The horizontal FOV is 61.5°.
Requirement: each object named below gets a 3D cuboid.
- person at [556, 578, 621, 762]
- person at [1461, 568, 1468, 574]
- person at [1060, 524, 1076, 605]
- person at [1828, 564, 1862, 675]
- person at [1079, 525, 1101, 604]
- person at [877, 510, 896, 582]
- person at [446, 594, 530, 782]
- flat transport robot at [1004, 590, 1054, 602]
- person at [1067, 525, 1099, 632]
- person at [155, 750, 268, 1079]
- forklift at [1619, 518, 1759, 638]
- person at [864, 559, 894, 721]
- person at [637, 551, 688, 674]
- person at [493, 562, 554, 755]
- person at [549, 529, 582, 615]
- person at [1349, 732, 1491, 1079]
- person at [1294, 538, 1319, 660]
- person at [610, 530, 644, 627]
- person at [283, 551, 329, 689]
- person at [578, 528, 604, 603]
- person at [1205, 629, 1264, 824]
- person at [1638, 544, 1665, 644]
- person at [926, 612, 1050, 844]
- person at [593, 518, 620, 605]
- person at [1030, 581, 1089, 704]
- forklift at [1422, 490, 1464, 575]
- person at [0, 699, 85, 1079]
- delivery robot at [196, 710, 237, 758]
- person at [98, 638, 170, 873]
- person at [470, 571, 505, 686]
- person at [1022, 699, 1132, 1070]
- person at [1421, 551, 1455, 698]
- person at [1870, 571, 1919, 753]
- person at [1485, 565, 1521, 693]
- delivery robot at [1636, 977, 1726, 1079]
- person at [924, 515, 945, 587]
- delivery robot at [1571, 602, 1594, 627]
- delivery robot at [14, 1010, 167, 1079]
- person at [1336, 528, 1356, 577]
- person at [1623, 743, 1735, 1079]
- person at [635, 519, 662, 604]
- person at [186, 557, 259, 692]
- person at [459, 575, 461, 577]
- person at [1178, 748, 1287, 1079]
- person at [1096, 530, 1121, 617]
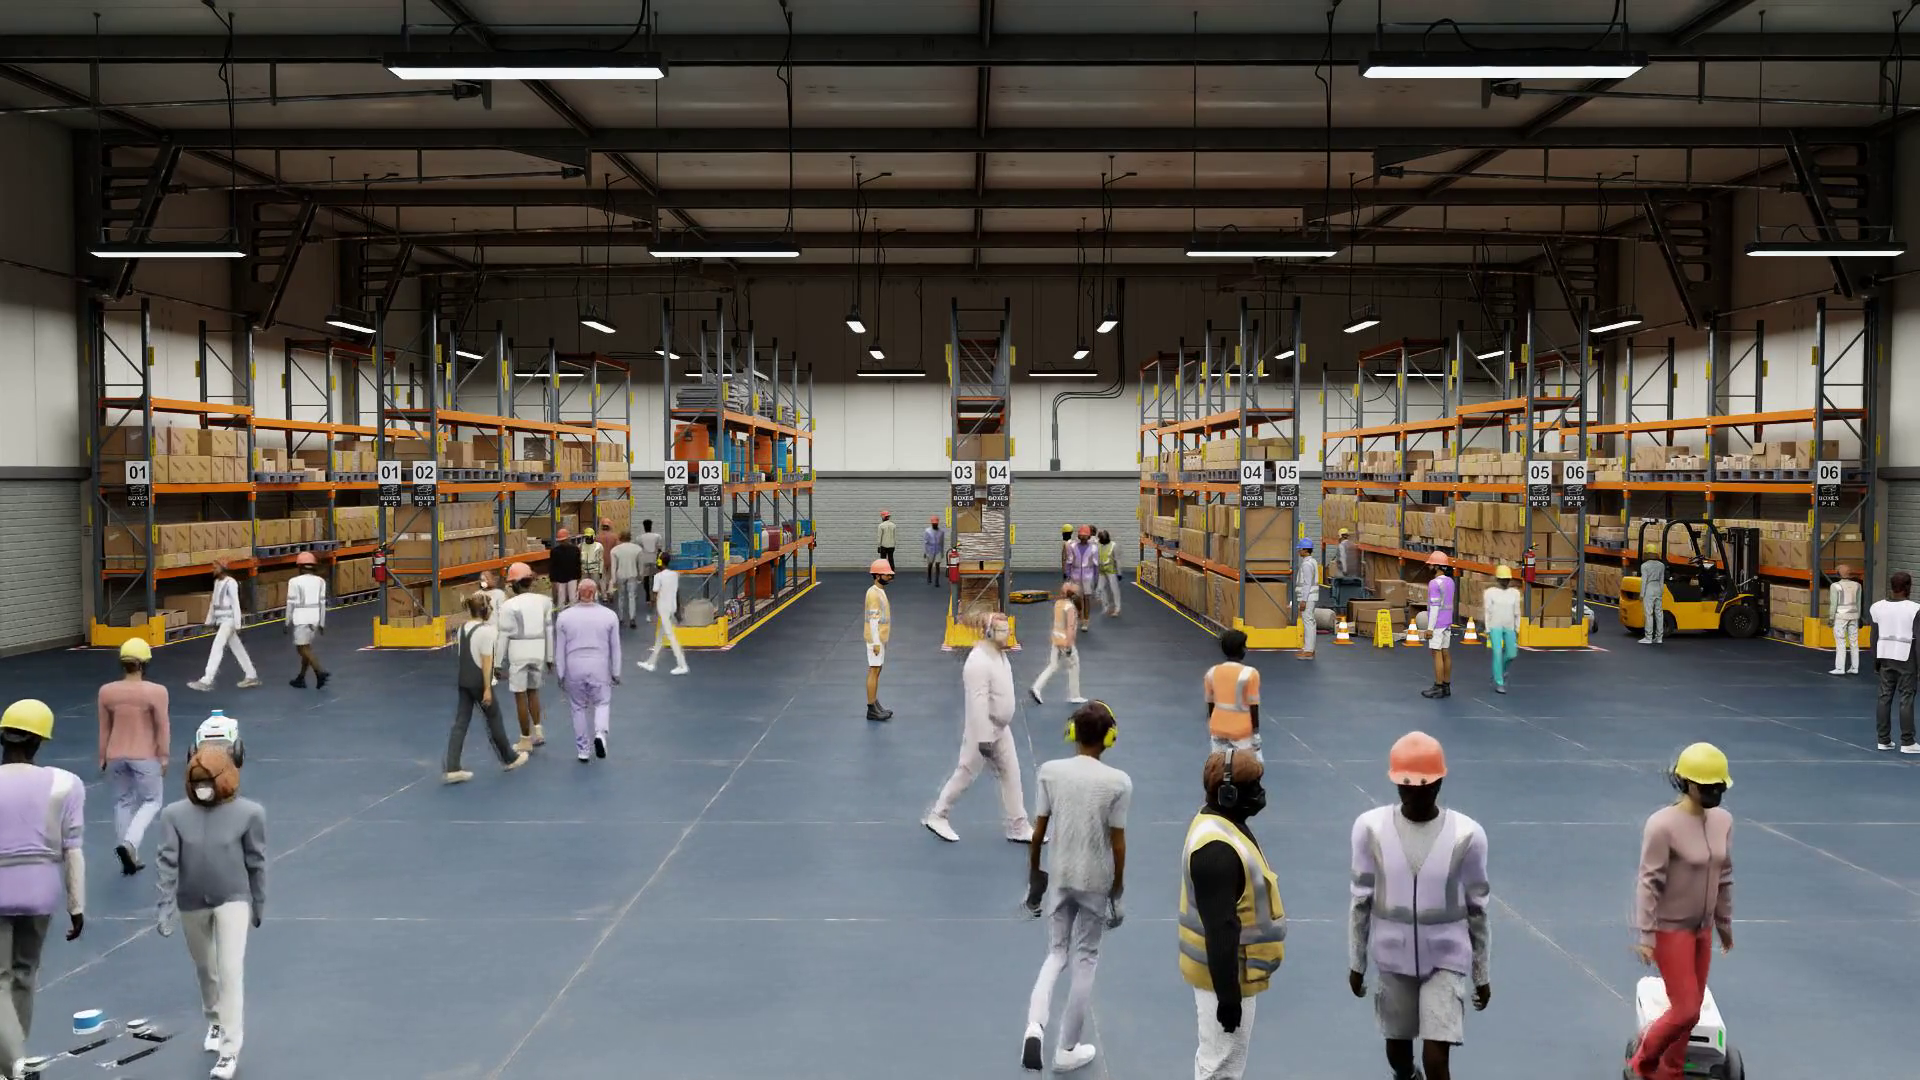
[{"bbox_3d":[-3.810,1.338,16.537,0.651,1.890,0.551,-1,2,-12],"label":"person"},{"bbox_3d":[11.684,0.531,37.062,0.647,1.881,1.069,0,2,-3],"label":"person"},{"bbox_3d":[2.285,0.624,34.100,0.367,1.927,0.590,1,2,14],"label":"person"},{"bbox_3d":[13.057,1.175,23.825,0.518,1.636,0.312,0,2,-11],"label":"person"},{"bbox_3d":[2.972,0.562,36.995,0.641,1.826,0.721,2,3,38],"label":"person"},{"bbox_3d":[-2.053,0.165,44.890,0.615,1.987,0.406,-2,3,-39],"label":"person"},{"bbox_3d":[-4.639,1.418,15.705,0.535,1.792,0.951,1,3,33],"label":"person"},{"bbox_3d":[1.609,1.309,37.918,0.652,0.197,1.431,1,3,28],"label":"flat transport robot"},{"bbox_3d":[2.344,0.711,30.697,0.626,2.023,0.585,0,2,12],"label":"person"},{"bbox_3d":[-3.731,1.834,8.058,0.487,1.579,0.856,0,2,-12],"label":"person"},{"bbox_3d":[13.417,0.684,29.791,2.313,2.155,1.214,0,2,0],"label":"forklift"},{"bbox_3d":[-0.976,1.194,19.592,0.373,1.939,0.545,0,2,6],"label":"person"},{"bbox_3d":[-4.424,1.082,24.039,0.970,1.807,0.545,1,3,26],"label":"person"},{"bbox_3d":[-4.631,1.246,17.069,0.458,2.030,0.648,2,3,40],"label":"person"},{"bbox_3d":[-7.431,0.759,30.473,0.644,1.934,0.961,-1,2,-22],"label":"person"},{"bbox_3d":[1.929,1.721,6.764,0.561,1.910,0.838,1,2,23],"label":"person"},{"bbox_3d":[5.572,0.941,25.943,0.395,1.940,0.601,1,2,20],"label":"person"},{"bbox_3d":[-6.502,0.747,31.535,0.643,1.897,1.018,-1,2,-13],"label":"person"},{"bbox_3d":[-8.992,1.105,22.284,0.856,1.911,0.562,1,3,30],"label":"person"},{"bbox_3d":[-7.911,0.655,34.479,0.586,1.833,0.403,0,2,3],"label":"person"},{"bbox_3d":[2.233,1.568,13.215,0.393,1.685,0.551,-2,3,-42],"label":"person"},{"bbox_3d":[12.125,0.944,28.327,0.484,1.744,0.295,-1,2,-19],"label":"person"},{"bbox_3d":[0.177,1.500,12.958,0.988,1.862,0.660,1,2,22],"label":"person"},{"bbox_3d":[-8.079,0.484,36.887,0.643,1.979,0.517,0,2,-9],"label":"person"},{"bbox_3d":[1.266,1.313,20.673,0.784,1.601,0.558,-1,3,-25],"label":"person"},{"bbox_3d":[13.926,-0.371,47.846,1.873,2.768,1.129,0,2,0],"label":"forklift"},{"bbox_3d":[-4.437,1.707,7.593,0.603,1.877,0.826,-2,3,-35],"label":"person"},{"bbox_3d":[-7.569,1.975,16.453,0.477,0.478,0.707,-1,2,-21],"label":"delivery robot"},{"bbox_3d":[-6.082,1.598,11.833,0.528,1.753,0.550,0,2,-1],"label":"person"},{"bbox_3d":[-6.576,1.237,22.397,0.533,1.614,0.521,1,2,18],"label":"person"},{"bbox_3d":[0.558,1.709,7.910,0.531,1.837,0.555,1,3,29],"label":"person"},{"bbox_3d":[6.368,1.116,21.514,0.348,1.942,0.548,2,3,40],"label":"person"},{"bbox_3d":[10.022,1.296,17.251,0.392,1.921,0.587,-1,3,-28],"label":"person"},{"bbox_3d":[7.371,1.200,21.952,0.525,1.741,0.415,0,2,-5],"label":"person"},{"bbox_3d":[3.475,2.319,7.799,0.477,0.478,0.707,1,2,18],"label":"delivery robot"},{"bbox_3d":[-0.669,0.286,42.788,0.550,1.917,0.578,0,2,-7],"label":"person"},{"bbox_3d":[11.792,1.413,30.618,0.477,0.478,0.707,0,2,11],"label":"delivery robot"},{"bbox_3d":[-3.881,2.216,7.175,0.335,0.223,0.698,1,2,22],"label":"delivery robot"},{"bbox_3d":[8.496,0.637,35.438,0.610,1.789,0.609,-2,3,-44],"label":"person"},{"bbox_3d":[3.326,1.774,7.335,0.548,1.745,0.386,-1,3,-32],"label":"person"},{"bbox_3d":[-7.164,0.492,37.131,0.623,1.942,0.476,-1,2,-15],"label":"person"},{"bbox_3d":[-10.109,1.147,22.196,0.977,1.835,0.583,-2,3,-39],"label":"person"},{"bbox_3d":[-11.056,0.647,34.791,0.573,1.817,0.721,0,2,-2],"label":"person"},{"bbox_3d":[1.100,1.761,6.530,0.429,1.845,0.622,0,2,10],"label":"person"},{"bbox_3d":[3.092,0.703,33.672,0.607,1.798,0.730,-2,3,-42],"label":"person"}]
